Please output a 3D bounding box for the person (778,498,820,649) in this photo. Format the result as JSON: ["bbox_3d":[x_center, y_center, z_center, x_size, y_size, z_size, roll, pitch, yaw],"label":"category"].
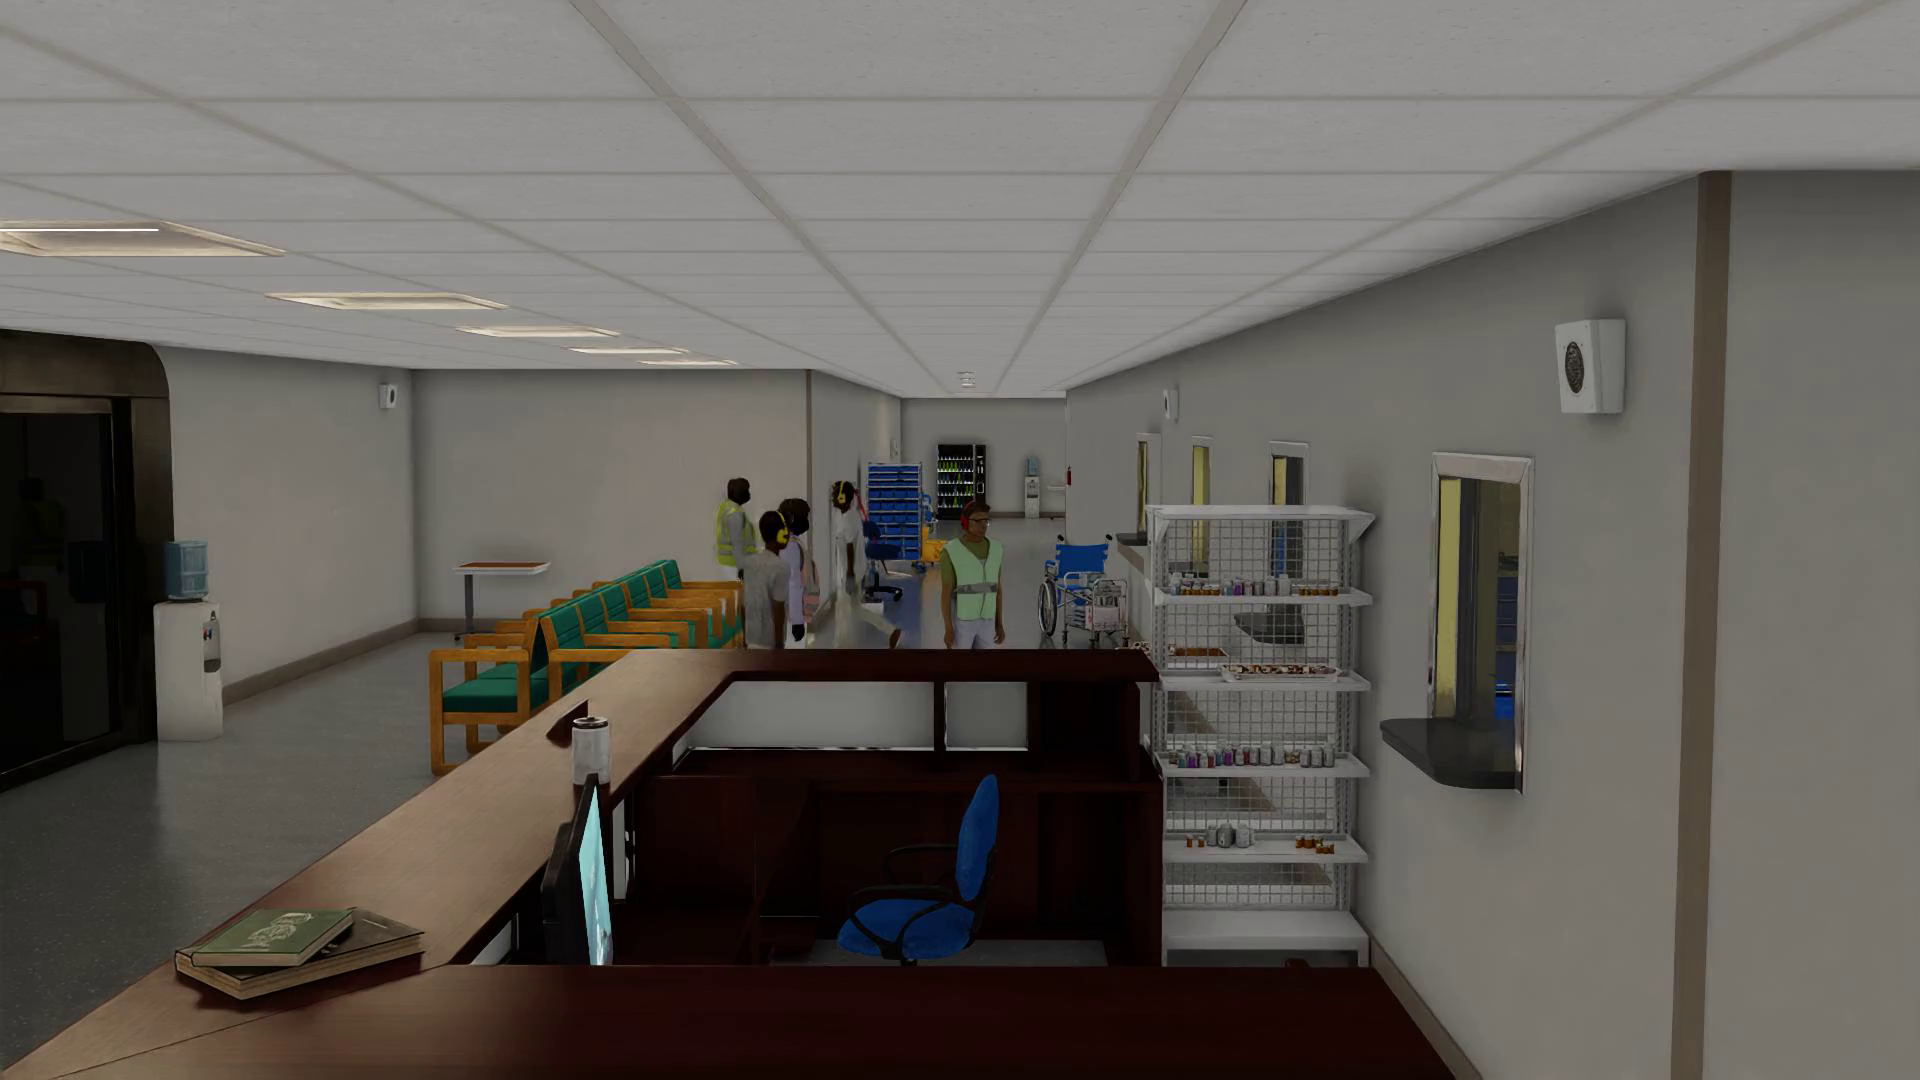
[{"bbox_3d":[-1.285,0.597,12.724,0.430,1.840,0.623,-1,4,-14],"label":"person"}]

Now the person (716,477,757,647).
[{"bbox_3d":[-2.394,0.241,17.787,0.455,1.824,0.645,-1,4,-14],"label":"person"}]

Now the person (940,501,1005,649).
[{"bbox_3d":[0.077,0.621,12.427,0.560,1.837,0.387,-3,5,-40],"label":"person"}]

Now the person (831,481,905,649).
[{"bbox_3d":[-0.991,0.319,16.626,0.779,1.845,0.519,0,4,5],"label":"person"}]
